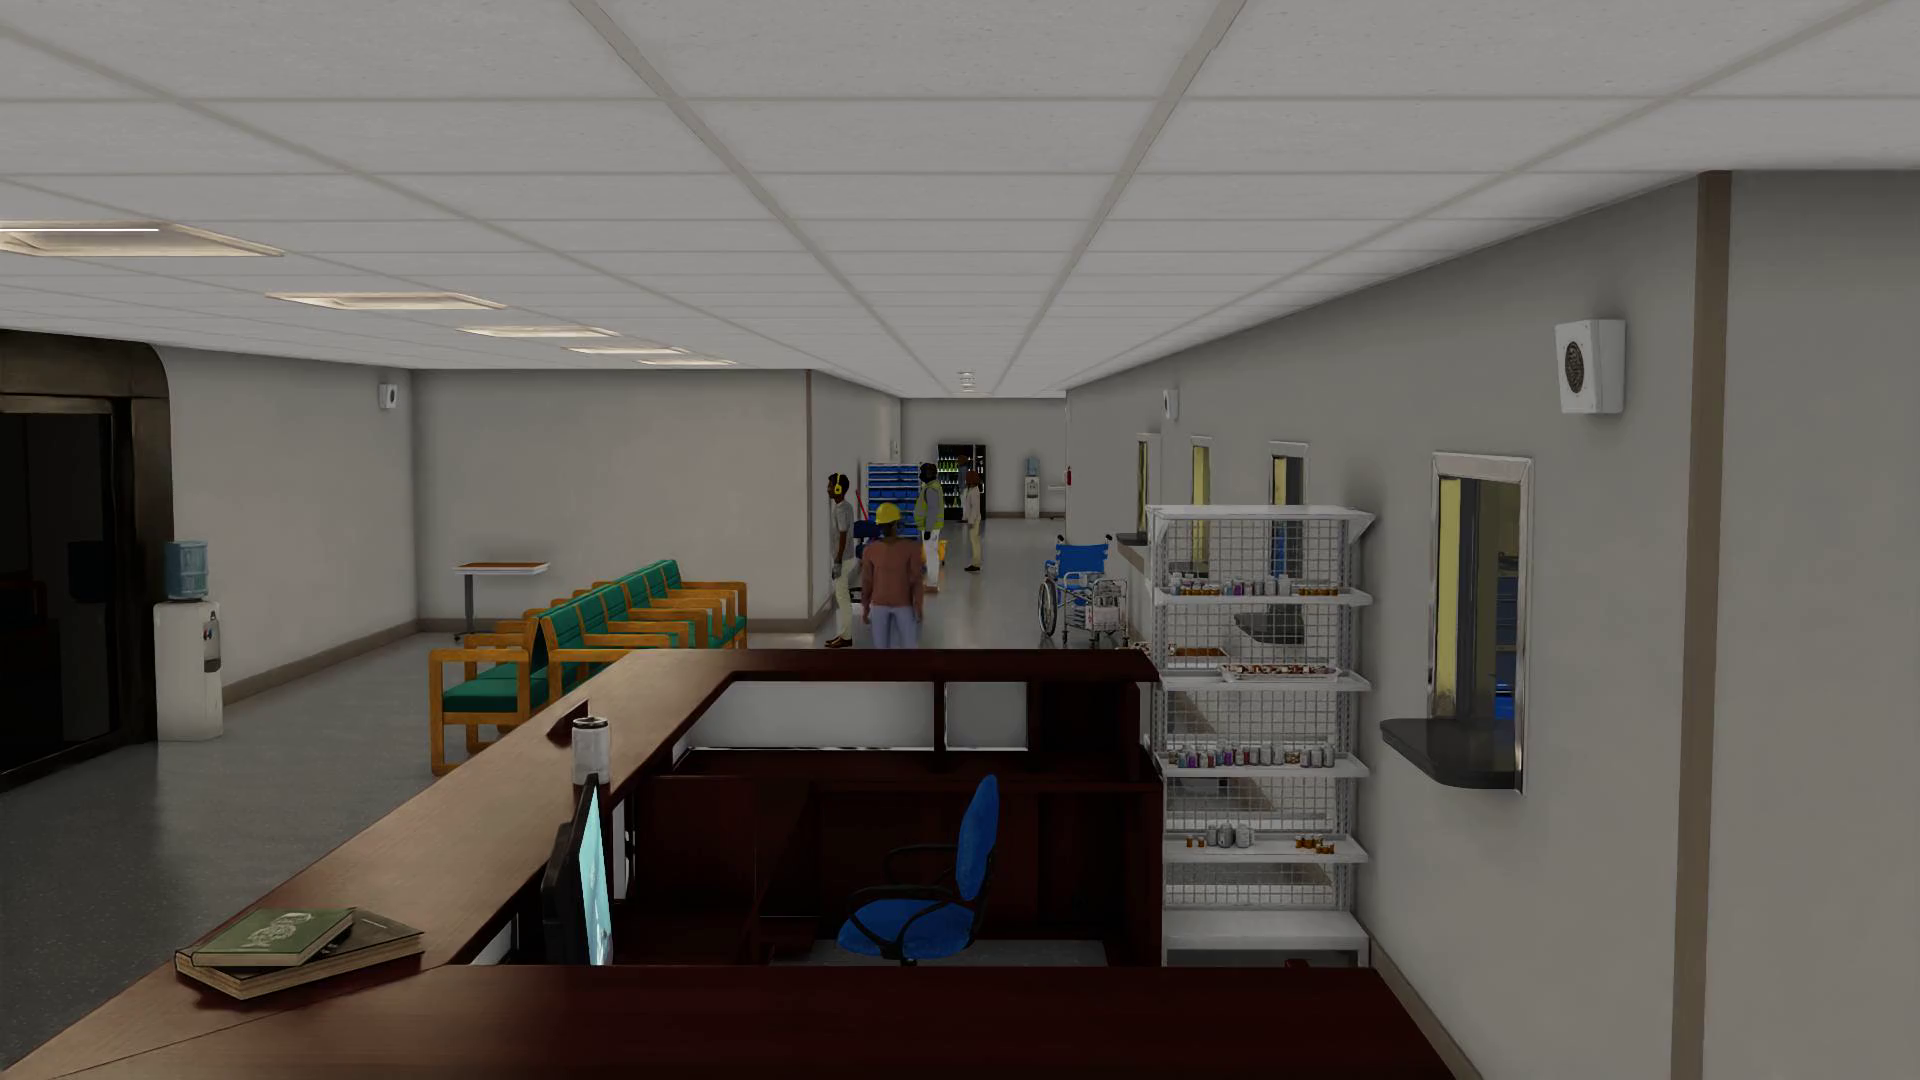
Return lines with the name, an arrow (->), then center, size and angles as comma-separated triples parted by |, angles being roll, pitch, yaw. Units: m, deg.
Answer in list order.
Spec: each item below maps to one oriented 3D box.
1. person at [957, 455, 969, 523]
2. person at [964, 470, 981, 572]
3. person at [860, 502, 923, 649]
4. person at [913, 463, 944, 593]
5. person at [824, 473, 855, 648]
person -> 0.060, -1.198, 39.317 | 0.289, 1.633, 0.497 | 0, 4, 1
person -> 0.203, -0.302, 26.748 | 0.284, 1.633, 0.497 | 0, 4, 1
person -> -0.565, 0.548, 13.928 | 0.543, 1.751, 0.536 | 1, 4, 9
person -> -0.440, -0.168, 23.423 | 0.429, 1.844, 0.625 | 0, 4, 1
person -> -1.292, 0.221, 17.762 | 0.329, 1.872, 0.508 | 0, 4, 1
